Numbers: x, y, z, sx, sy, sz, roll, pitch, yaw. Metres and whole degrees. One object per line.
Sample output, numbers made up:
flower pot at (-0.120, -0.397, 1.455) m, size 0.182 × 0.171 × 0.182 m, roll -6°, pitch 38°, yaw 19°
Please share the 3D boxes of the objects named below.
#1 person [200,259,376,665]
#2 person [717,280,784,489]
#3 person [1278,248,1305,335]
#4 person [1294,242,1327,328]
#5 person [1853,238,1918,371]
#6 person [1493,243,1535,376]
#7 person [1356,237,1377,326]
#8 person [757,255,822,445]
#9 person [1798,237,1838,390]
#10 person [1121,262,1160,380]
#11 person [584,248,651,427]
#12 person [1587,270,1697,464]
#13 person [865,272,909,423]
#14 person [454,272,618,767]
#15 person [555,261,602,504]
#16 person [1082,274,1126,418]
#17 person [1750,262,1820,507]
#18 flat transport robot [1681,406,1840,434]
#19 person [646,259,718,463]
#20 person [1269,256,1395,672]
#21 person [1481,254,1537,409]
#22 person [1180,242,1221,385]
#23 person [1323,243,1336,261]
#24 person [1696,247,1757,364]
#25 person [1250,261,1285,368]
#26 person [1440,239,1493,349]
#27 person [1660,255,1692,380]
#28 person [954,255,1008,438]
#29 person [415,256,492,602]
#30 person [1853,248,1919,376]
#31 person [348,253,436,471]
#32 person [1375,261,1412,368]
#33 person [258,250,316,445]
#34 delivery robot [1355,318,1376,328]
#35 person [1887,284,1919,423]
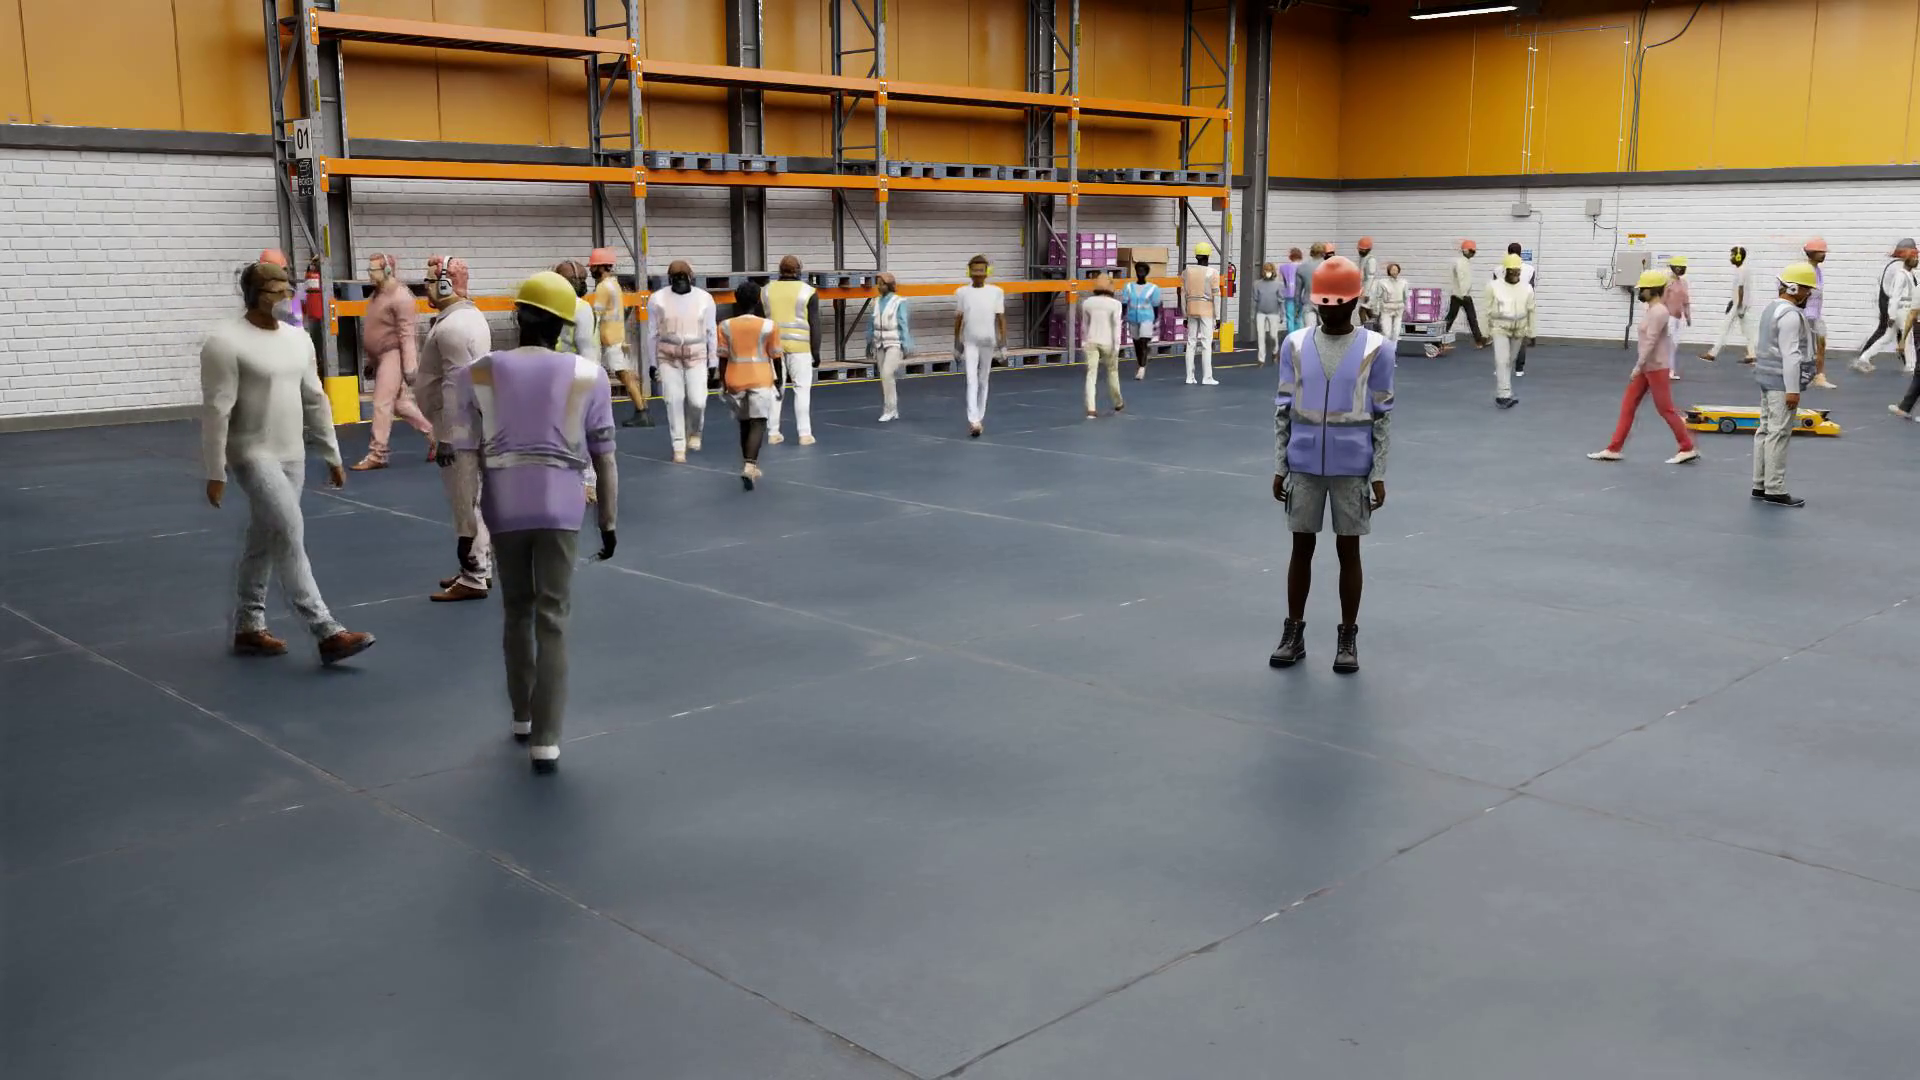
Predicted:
person at (-3.137, -0.353, 7.848) m, size 0.957 × 1.897 × 0.661 m, roll 3°, pitch 11°, yaw 17°
person at (-1.704, -1.260, 13.422) m, size 0.541 × 1.674 × 0.744 m, roll 2°, pitch 11°, yaw 8°
person at (5.974, -4.296, 29.754) m, size 0.595 × 1.821 × 0.919 m, roll 1°, pitch 10°, yaw 3°
person at (5.370, -3.509, 25.034) m, size 0.655 × 1.906 × 0.900 m, roll 3°, pitch 11°, yaw 18°
person at (13.899, -3.523, 24.753) m, size 0.985 × 2.000 × 0.673 m, roll 5°, pitch 12°, yaw 26°
person at (7.957, -3.313, 23.961) m, size 0.587 × 1.914 × 0.391 m, roll 2°, pitch 11°, yaw 8°
person at (7.468, -4.581, 30.670) m, size 0.784 × 1.981 × 0.655 m, roll -1°, pitch 10°, yaw -5°
person at (-1.646, -1.840, 16.169) m, size 0.628 × 1.832 × 0.435 m, roll 3°, pitch 11°, yaw 16°
person at (11.195, -3.016, 22.099) m, size 0.614 × 2.016 × 0.986 m, roll -8°, pitch 13°, yaw -37°
person at (2.567, -3.118, 23.584) m, size 0.535 × 1.660 × 0.850 m, roll 5°, pitch 11°, yaw 24°
person at (-3.757, -2.119, 17.539) m, size 1.011 × 1.881 × 0.544 m, roll -1°, pitch 10°, yaw -4°
person at (6.150, -1.530, 14.774) m, size 0.891 × 1.724 × 0.525 m, roll 2°, pitch 11°, yaw 9°
person at (-0.834, -2.073, 17.992) m, size 0.538 × 1.619 × 0.568 m, roll 9°, pitch 14°, yaw 42°
person at (-1.642, -0.092, 6.490) m, size 0.602 × 1.875 × 0.831 m, roll -1°, pitch 10°, yaw -8°
person at (-2.852, -1.158, 12.426) m, size 0.652 × 1.829 × 0.520 m, roll 9°, pitch 14°, yaw 41°
person at (1.607, -2.171, 18.605) m, size 0.504 × 1.584 × 0.859 m, roll 5°, pitch 12°, yaw 25°
person at (6.204, -1.168, 12.509) m, size 0.403 × 1.822 × 0.588 m, roll 2°, pitch 11°, yaw 10°
flat transport robot at (8.237, -1.249, 17.182) m, size 1.431 × 0.197 × 0.652 m, roll 3°, pitch 11°, yaw 16°
person at (-2.495, -1.611, 14.965) m, size 0.630 × 1.815 × 0.539 m, roll -2°, pitch 11°, yaw -11°
person at (1.715, -0.343, 7.721) m, size 0.543 × 1.928 × 0.372 m, roll 4°, pitch 11°, yaw 23°
person at (6.450, -2.418, 19.385) m, size 0.621 × 1.792 × 0.873 m, roll -1°, pitch 10°, yaw -7°
person at (3.264, -3.056, 22.509) m, size 0.587 × 1.930 × 0.363 m, roll 7°, pitch 13°, yaw 34°
person at (5.938, -3.818, 26.770) m, size 0.565 × 1.890 × 0.932 m, roll 1°, pitch 10°, yaw 7°
person at (12.225, -3.699, 26.335) m, size 0.941 × 1.819 × 0.541 m, roll 8°, pitch 13°, yaw 37°
person at (4.726, -3.462, 25.559) m, size 0.514 × 1.625 × 0.414 m, roll 3°, pitch 11°, yaw 18°
person at (8.994, -4.350, 29.534) m, size 1.023 × 1.936 × 0.615 m, roll 9°, pitch 14°, yaw 40°
person at (10.015, -3.097, 23.207) m, size 0.554 × 1.743 × 0.621 m, roll -6°, pitch 12°, yaw -31°
person at (0.205, -1.942, 16.727) m, size 0.516 × 1.817 × 0.940 m, roll -1°, pitch 10°, yaw -6°
person at (-2.815, -0.616, 9.269) m, size 0.409 × 1.909 × 0.639 m, roll -1°, pitch 10°, yaw -7°
person at (13.495, -3.283, 24.005) m, size 0.945 × 1.852 × 0.582 m, roll 7°, pitch 12°, yaw 32°
person at (-4.930, -1.565, 14.524) m, size 0.899 × 1.877 × 0.643 m, roll -8°, pitch 13°, yaw -37°
person at (6.622, -3.439, 25.440) m, size 0.524 × 1.621 × 0.403 m, roll -2°, pitch 11°, yaw -12°
person at (-6.501, -1.809, 15.851) m, size 1.008 × 1.885 × 0.552 m, roll -9°, pitch 13°, yaw -39°
delivery robot at (7.287, -3.663, 29.318) m, size 0.707 × 0.478 × 0.477 m, roll 2°, pitch 11°, yaw 12°
person at (10.370, -2.175, 18.014) m, size 0.540 × 1.814 × 0.852 m, roll -4°, pitch 11°, yaw -19°
